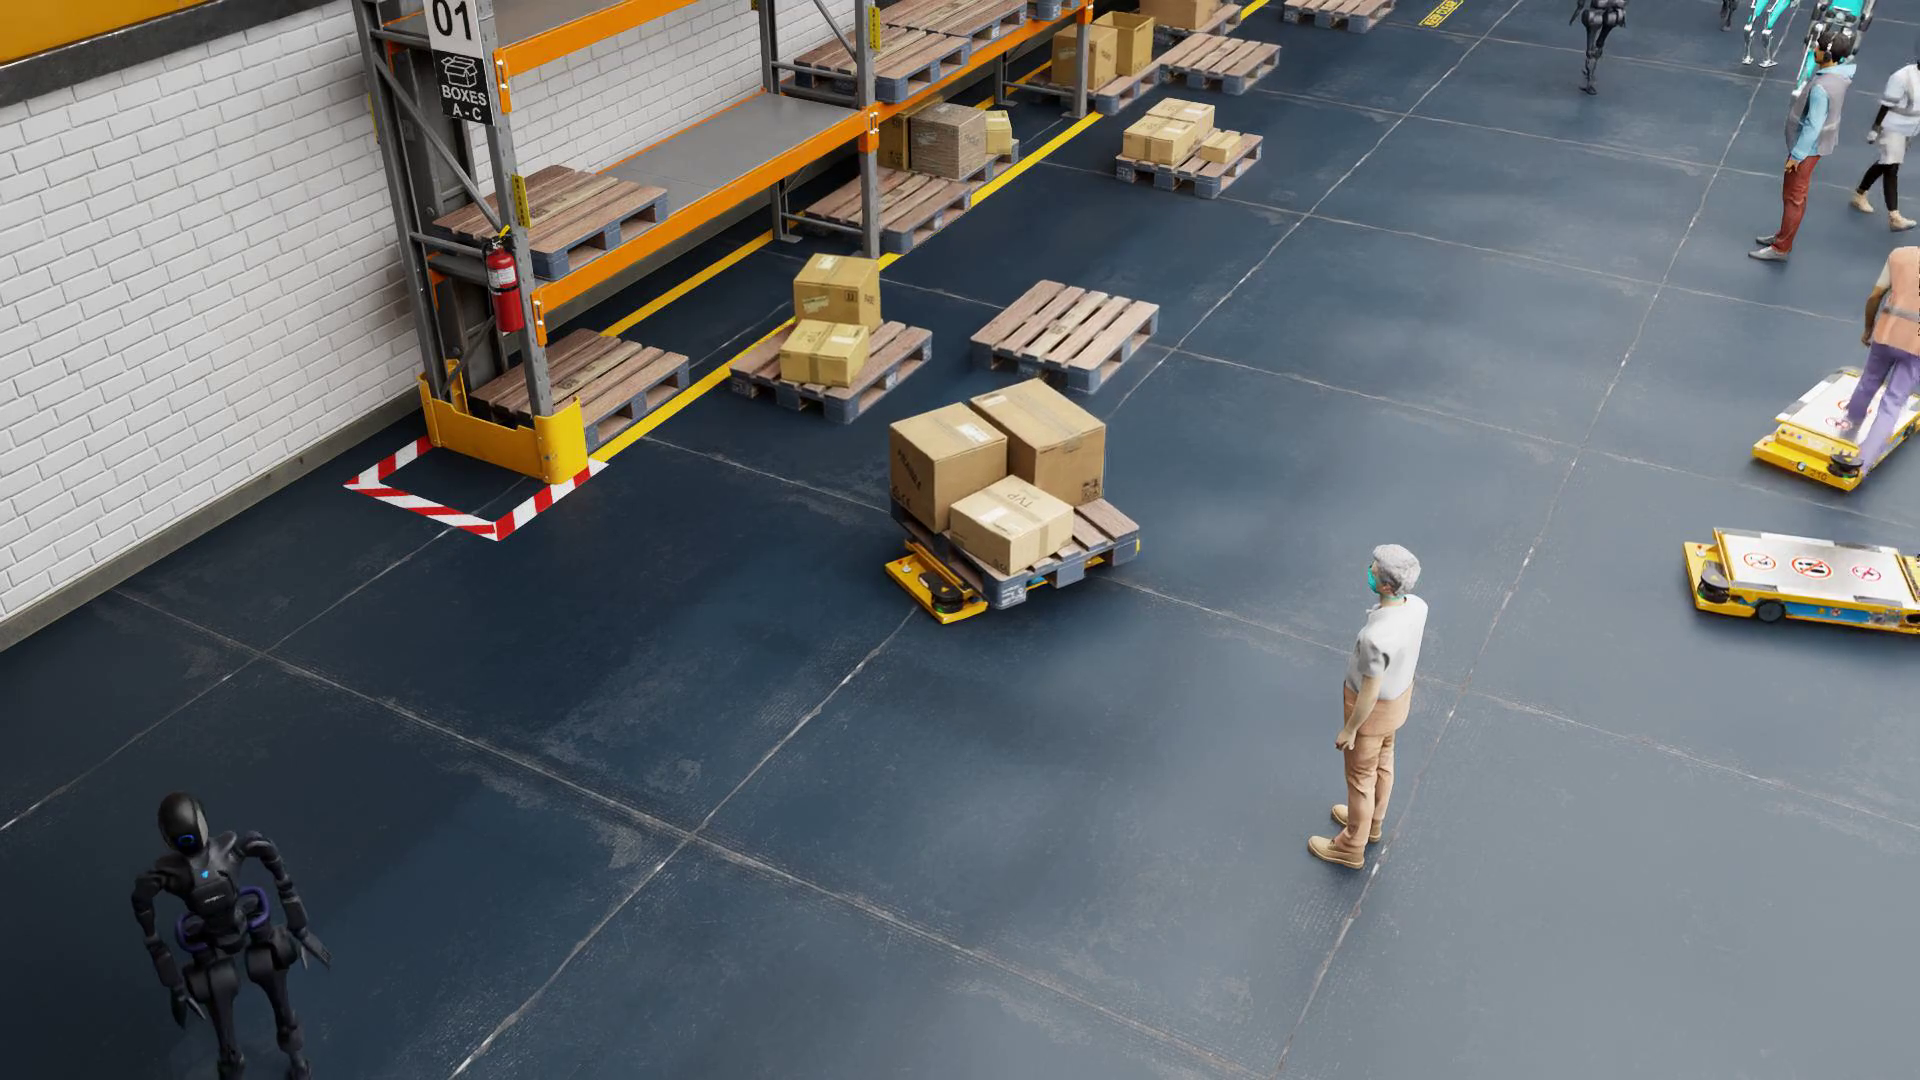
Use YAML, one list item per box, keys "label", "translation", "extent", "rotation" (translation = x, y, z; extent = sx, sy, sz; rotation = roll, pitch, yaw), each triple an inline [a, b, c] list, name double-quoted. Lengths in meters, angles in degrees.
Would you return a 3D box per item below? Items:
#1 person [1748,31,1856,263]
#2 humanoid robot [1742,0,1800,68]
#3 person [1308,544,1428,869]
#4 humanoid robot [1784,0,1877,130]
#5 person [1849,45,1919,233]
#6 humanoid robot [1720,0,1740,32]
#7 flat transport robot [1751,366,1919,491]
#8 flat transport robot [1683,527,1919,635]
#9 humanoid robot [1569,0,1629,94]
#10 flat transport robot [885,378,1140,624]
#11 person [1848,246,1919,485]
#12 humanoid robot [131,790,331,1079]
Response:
- label: "person"
  translation: [6.875, -3.178, 13.496]
  extent: [0.410, 1.879, 0.533]
  rotation: [19, 38, 27]
- label: "humanoid robot"
  translation: [8.551, -5.812, 17.486]
  extent: [0.533, 1.681, 0.735]
  rotation: [28, 43, 35]
- label: "person"
  translation: [1.896, 0.764, 7.651]
  extent: [0.318, 1.747, 0.480]
  rotation: [23, 40, 30]
- label: "humanoid robot"
  translation: [8.314, -4.688, 15.992]
  extent: [0.538, 1.854, 0.795]
  rotation: [28, 43, 36]
- label: "person"
  translation: [8.071, -3.470, 14.132]
  extent: [0.545, 1.646, 0.873]
  rotation: [-11, 35, -17]
- label: "humanoid robot"
  translation: [8.989, -6.737, 19.083]
  extent: [0.601, 1.635, 0.683]
  rotation: [21, 39, 29]
- label: "flat transport robot"
  translation: [6.036, -0.777, 11.323]
  extent: [1.431, 0.231, 0.659]
  rotation: [-28, 43, -35]
- label: "flat transport robot"
  translation: [5.052, 0.257, 9.759]
  extent: [1.431, 0.231, 0.659]
  rotation: [7, 34, 11]
- label: "humanoid robot"
  translation: [6.640, -5.528, 17.257]
  extent: [0.589, 1.632, 0.684]
  rotation: [-4, 34, -7]
- label: "flat transport robot"
  translation: [0.325, 0.066, 10.048]
  extent: [1.431, 0.231, 0.659]
  rotation: [-20, 38, -27]
- label: "person"
  translation: [6.082, -1.261, 10.680]
  extent: [0.590, 1.785, 0.846]
  rotation: [27, 42, 34]
- label: "humanoid robot"
  translation: [-2.790, 1.597, 6.449]
  extent: [0.597, 1.645, 0.317]
  rotation: [-21, 39, -28]
